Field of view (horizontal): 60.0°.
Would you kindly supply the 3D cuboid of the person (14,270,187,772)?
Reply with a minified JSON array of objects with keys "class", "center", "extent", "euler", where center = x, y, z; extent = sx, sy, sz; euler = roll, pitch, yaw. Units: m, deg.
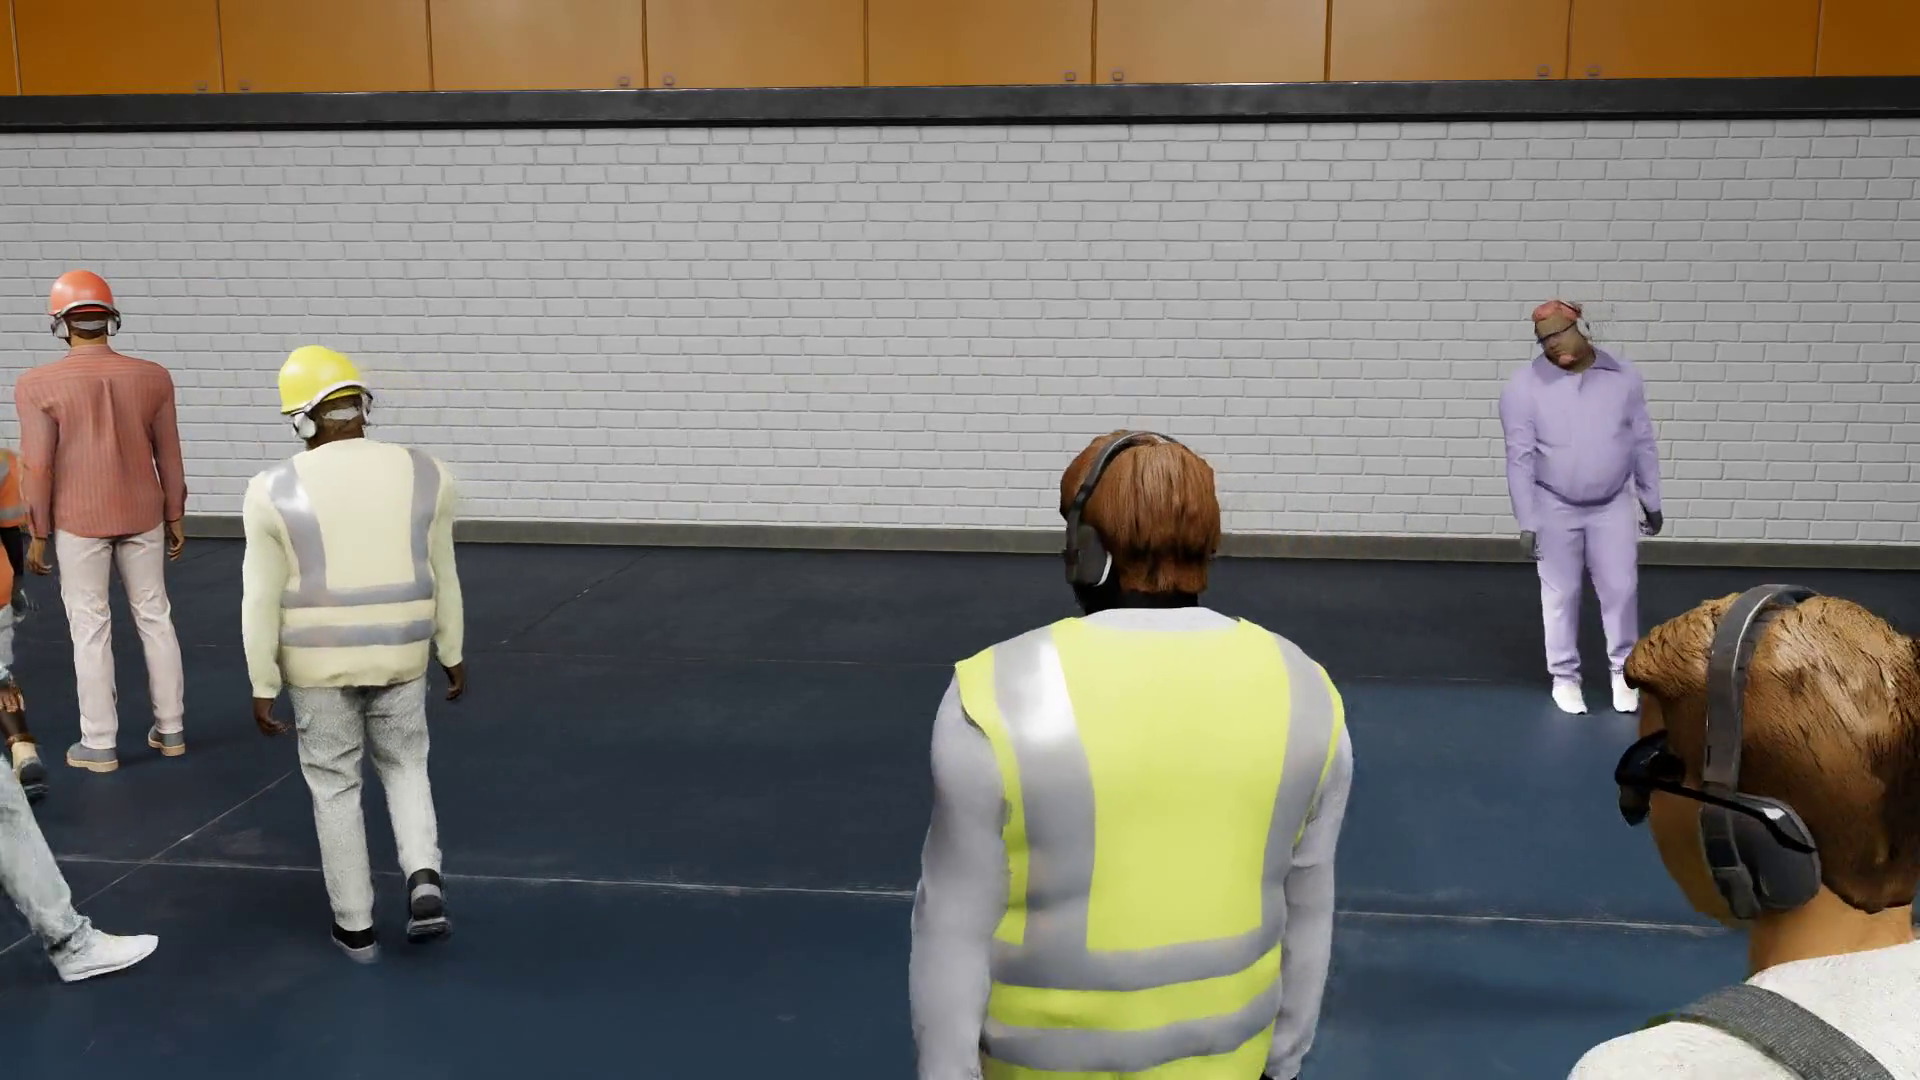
[{"class":"person","center":[-3.431,-0.075,6.677],"extent":[0.397,1.990,0.622],"euler":[9,13,41]}]

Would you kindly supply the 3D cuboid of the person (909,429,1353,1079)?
[{"class":"person","center":[0.239,0.757,2.382],"extent":[0.653,1.830,0.479],"euler":[-4,11,-20]}]

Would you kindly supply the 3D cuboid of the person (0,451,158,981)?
[{"class":"person","center":[-2.688,0.448,4.531],"extent":[0.867,1.688,0.505],"euler":[-8,13,-39]}]

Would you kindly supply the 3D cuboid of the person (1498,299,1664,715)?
[{"class":"person","center":[2.747,-0.127,7.379],"extent":[0.744,1.863,0.460],"euler":[1,10,6]}]

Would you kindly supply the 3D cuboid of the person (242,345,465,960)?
[{"class":"person","center":[-1.724,0.348,4.795],"extent":[0.628,1.804,0.526],"euler":[-7,12,-35]}]

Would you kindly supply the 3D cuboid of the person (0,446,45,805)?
[{"class":"person","center":[-3.574,0.207,5.921],"extent":[0.488,1.684,0.540],"euler":[7,12,35]}]

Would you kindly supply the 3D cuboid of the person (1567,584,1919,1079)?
[{"class":"person","center":[0.686,0.939,1.358],"extent":[0.526,1.821,0.460],"euler":[-4,11,-21]}]
